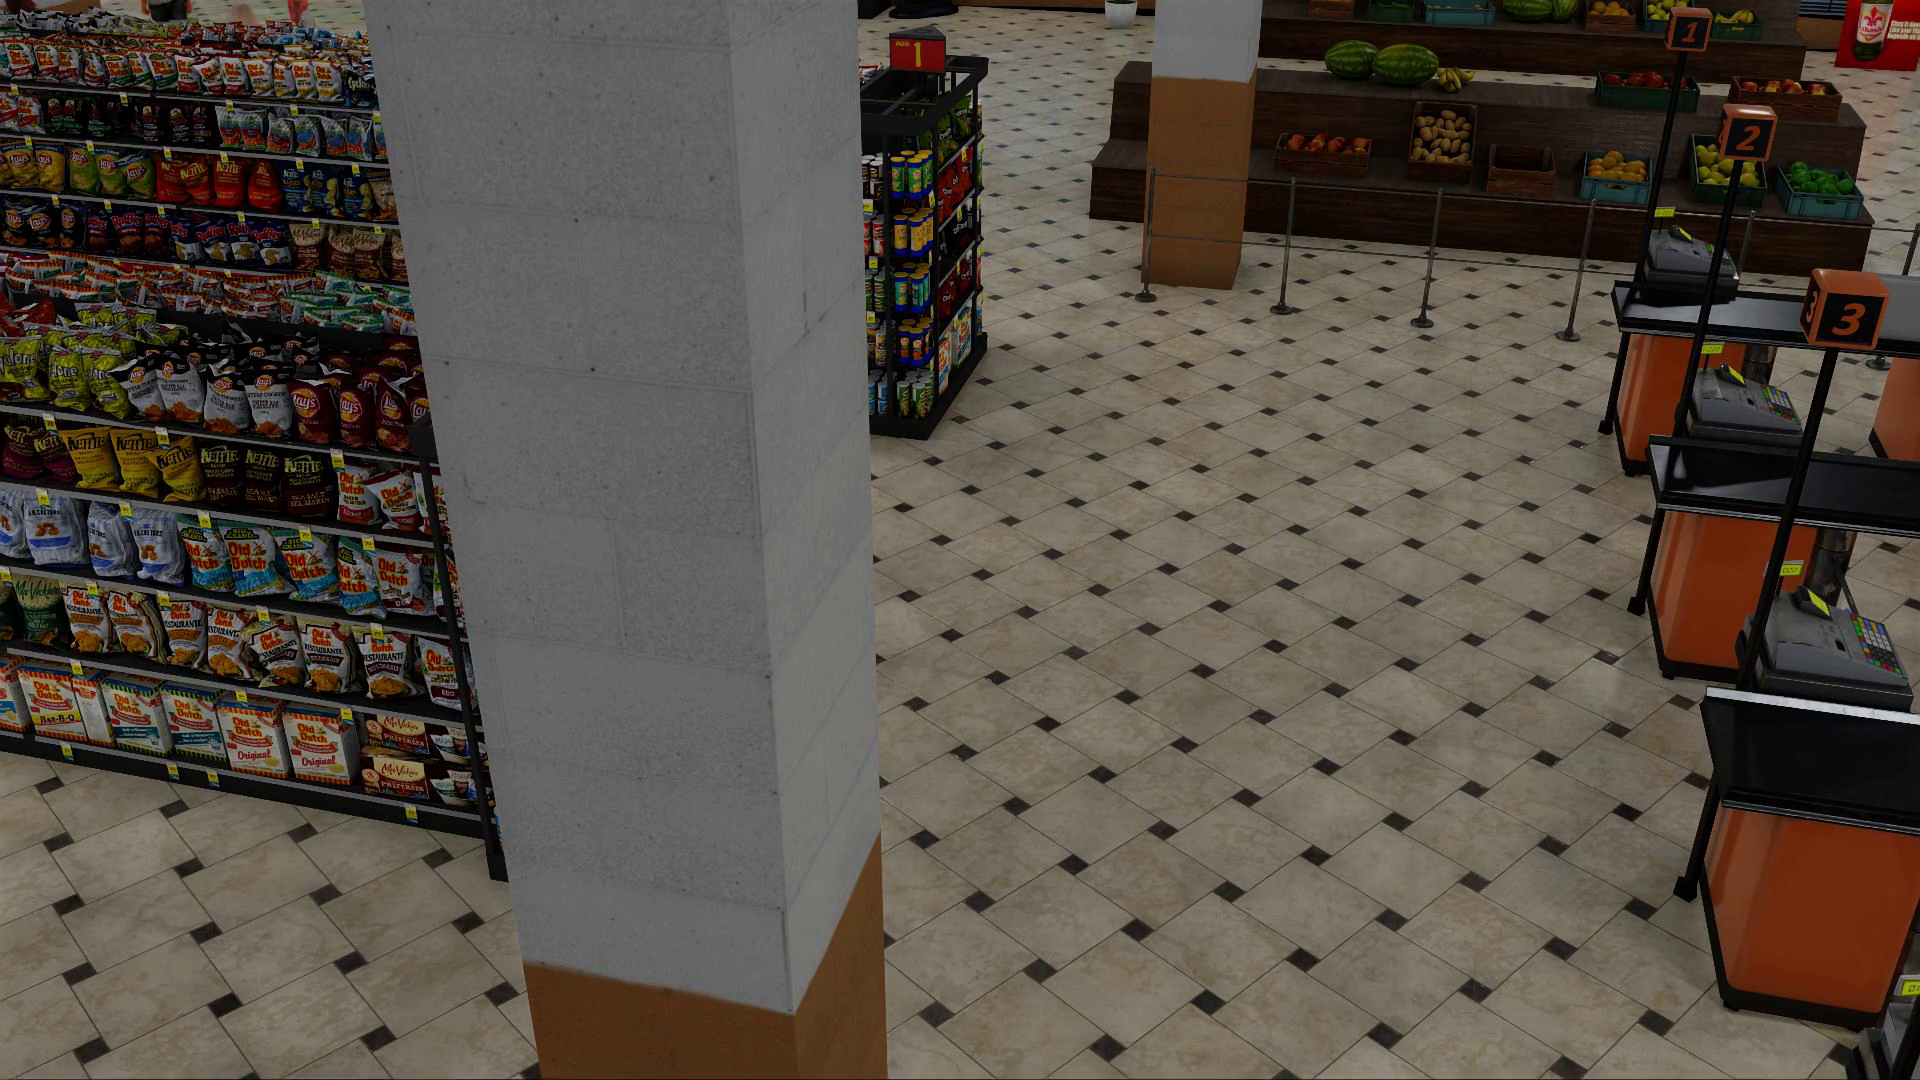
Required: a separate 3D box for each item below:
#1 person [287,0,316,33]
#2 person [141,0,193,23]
[{"bbox_3d":[-7.177,-5.702,18.190,0.566,1.309,0.538,-4,29,-7],"label":"person"},{"bbox_3d":[-8.458,-5.711,17.721,1.173,1.774,1.123,-10,30,-17],"label":"person"}]
